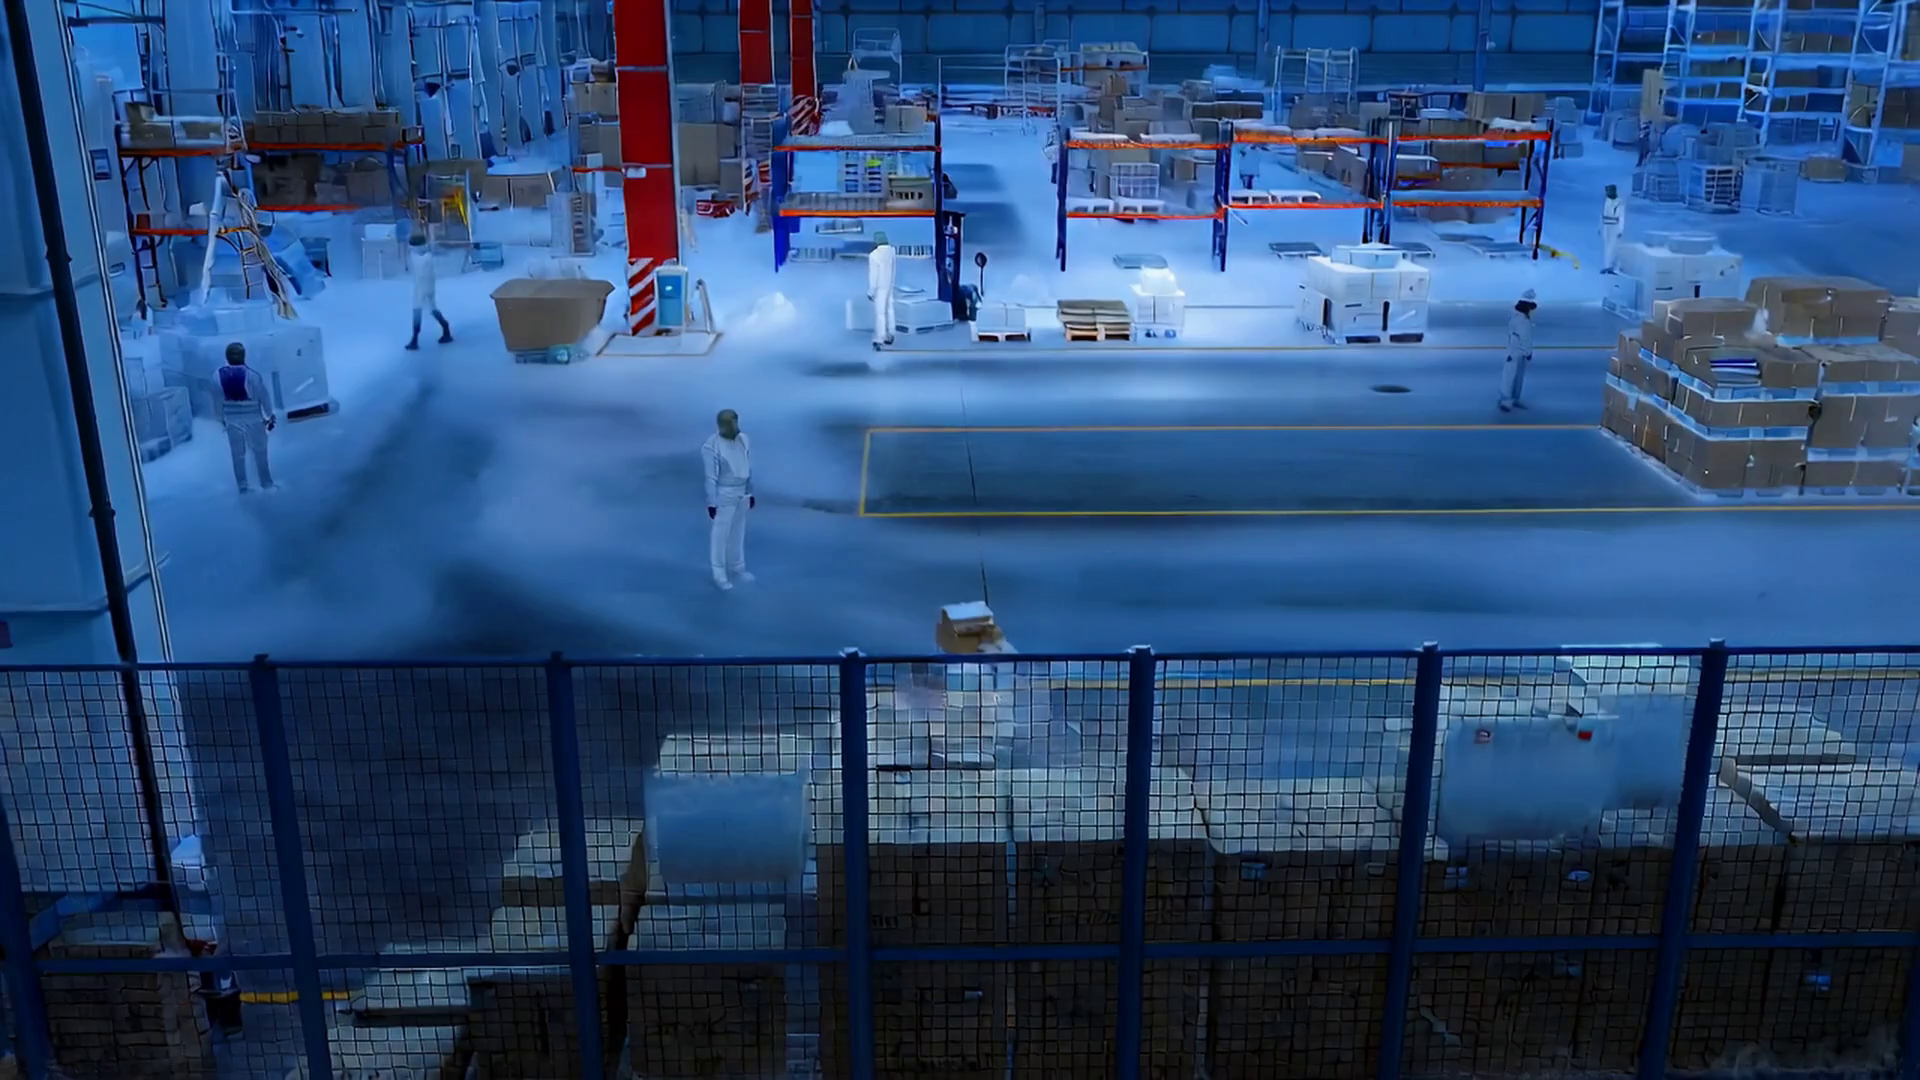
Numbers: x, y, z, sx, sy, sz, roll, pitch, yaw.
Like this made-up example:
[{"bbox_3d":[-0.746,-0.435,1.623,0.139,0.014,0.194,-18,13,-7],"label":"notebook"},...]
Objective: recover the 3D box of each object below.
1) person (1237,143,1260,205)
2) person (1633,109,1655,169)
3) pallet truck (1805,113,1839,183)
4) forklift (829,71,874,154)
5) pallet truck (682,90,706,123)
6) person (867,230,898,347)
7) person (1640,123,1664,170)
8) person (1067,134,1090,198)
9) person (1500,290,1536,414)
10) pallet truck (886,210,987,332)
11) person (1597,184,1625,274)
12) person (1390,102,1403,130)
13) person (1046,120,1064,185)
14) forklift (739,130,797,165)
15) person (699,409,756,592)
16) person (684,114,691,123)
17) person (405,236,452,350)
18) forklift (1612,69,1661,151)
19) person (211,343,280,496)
[{"bbox_3d":[7.805,-9.910,44.816,0.591,1.887,0.875,-7,20,-19],"label":"person"},{"bbox_3d":[22.197,-12.996,53.925,0.397,1.911,0.587,-8,20,-23],"label":"person"},{"bbox_3d":[26.403,-11.957,50.702,0.823,1.965,1.885,6,19,16],"label":"pallet truck"},{"bbox_3d":[-3.629,-15.158,58.838,1.873,2.768,1.129,9,21,25],"label":"forklift"},{"bbox_3d":[-9.671,-15.907,62.421,0.823,1.965,1.885,5,19,15],"label":"pallet truck"},{"bbox_3d":[-1.307,-4.197,27.774,0.373,1.940,0.627,15,24,37],"label":"person"},{"bbox_3d":[21.832,-12.302,52.328,0.527,1.612,0.770,-6,20,-18],"label":"person"},{"bbox_3d":[3.277,-10.230,45.781,0.724,1.881,1.032,-17,25,-40],"label":"person"},{"bbox_3d":[7.941,-2.672,23.551,0.488,1.743,0.317,-12,22,-32],"label":"person"},{"bbox_3d":[-0.493,-4.759,29.349,1.885,1.965,0.823,-13,23,-34],"label":"pallet truck"},{"bbox_3d":[13.681,-6.503,34.752,0.671,1.859,0.646,-7,20,-19],"label":"person"},{"bbox_3d":[15.941,-15.206,60.926,0.520,1.622,0.644,-4,19,-12],"label":"person"},{"bbox_3d":[2.928,-11.631,49.899,0.571,1.890,0.893,-7,20,-21],"label":"person"},{"bbox_3d":[-6.391,-13.889,55.073,1.873,2.768,1.129,-1,19,-1],"label":"forklift"},{"bbox_3d":[-2.300,-0.417,16.707,0.430,1.845,0.621,14,23,35],"label":"person"},{"bbox_3d":[-8.934,-13.146,54.691,0.322,1.697,0.530,3,19,10],"label":"person"},{"bbox_3d":[-8.909,-4.153,27.753,0.545,1.882,1.007,8,20,21],"label":"person"},{"bbox_3d":[24.567,-15.373,59.477,1.873,2.768,1.129,0,19,1],"label":"forklift"},{"bbox_3d":[-8.455,-1.422,19.692,0.627,1.844,0.429,0,19,1],"label":"person"}]
